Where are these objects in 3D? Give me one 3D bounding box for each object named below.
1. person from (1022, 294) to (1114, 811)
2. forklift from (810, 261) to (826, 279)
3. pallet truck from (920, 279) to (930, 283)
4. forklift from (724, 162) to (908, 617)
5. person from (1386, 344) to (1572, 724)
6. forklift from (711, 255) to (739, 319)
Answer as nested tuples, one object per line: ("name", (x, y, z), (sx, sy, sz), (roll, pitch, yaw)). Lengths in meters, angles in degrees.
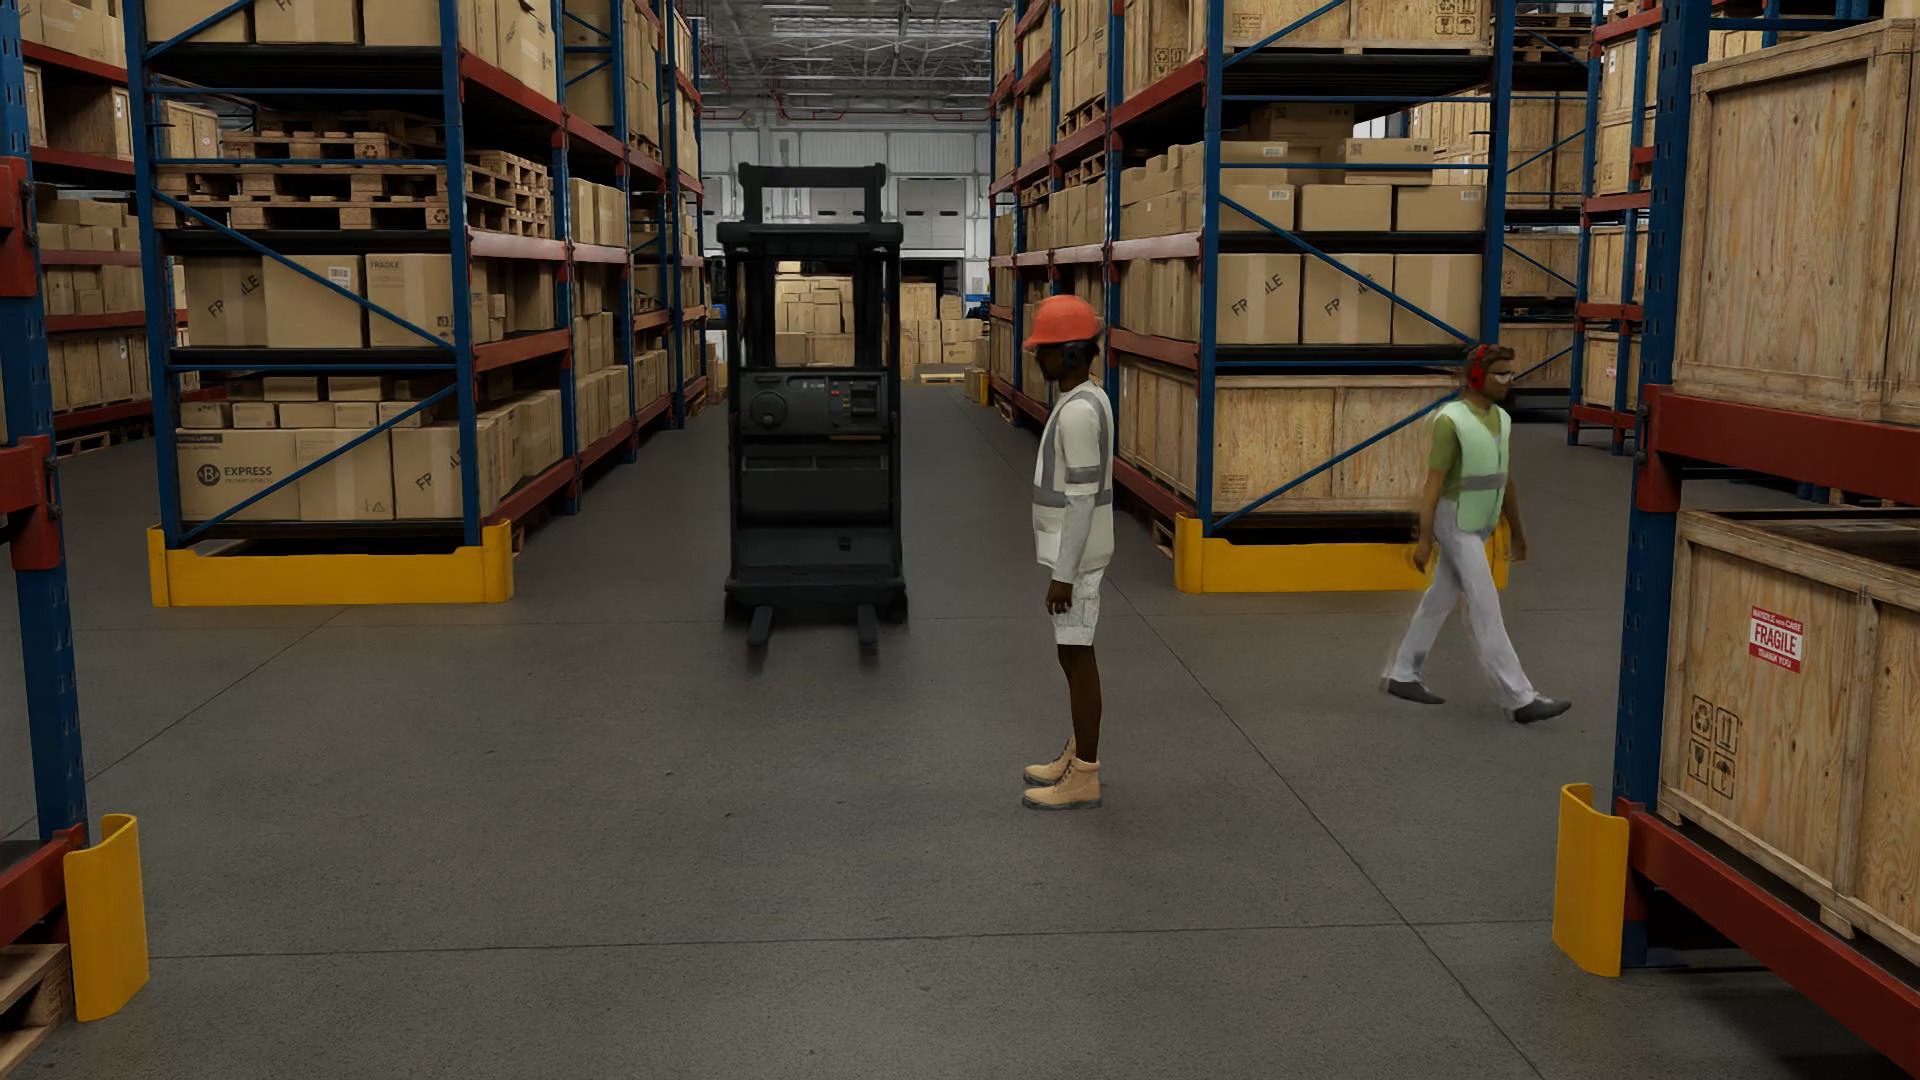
("person", (0.427, 0.053, 6.618), (0.371, 2.044, 0.608), (1, 9, 5))
("forklift", (-4.762, -8.277, 56.301), (1.873, 2.768, 1.129), (-3, 10, -21))
("pallet truck", (-0.932, -8.922, 63.114), (1.885, 1.965, 0.823), (2, 9, 13))
("forklift", (-0.944, -1.039, 10.857), (1.129, 2.768, 1.873), (-1, 9, -4))
("person", (2.498, -0.038, 7.971), (0.984, 1.786, 0.583), (8, 12, 41))
("forklift", (-8.400, -8.786, 59.500), (1.129, 2.768, 1.873), (-1, 9, -4))
